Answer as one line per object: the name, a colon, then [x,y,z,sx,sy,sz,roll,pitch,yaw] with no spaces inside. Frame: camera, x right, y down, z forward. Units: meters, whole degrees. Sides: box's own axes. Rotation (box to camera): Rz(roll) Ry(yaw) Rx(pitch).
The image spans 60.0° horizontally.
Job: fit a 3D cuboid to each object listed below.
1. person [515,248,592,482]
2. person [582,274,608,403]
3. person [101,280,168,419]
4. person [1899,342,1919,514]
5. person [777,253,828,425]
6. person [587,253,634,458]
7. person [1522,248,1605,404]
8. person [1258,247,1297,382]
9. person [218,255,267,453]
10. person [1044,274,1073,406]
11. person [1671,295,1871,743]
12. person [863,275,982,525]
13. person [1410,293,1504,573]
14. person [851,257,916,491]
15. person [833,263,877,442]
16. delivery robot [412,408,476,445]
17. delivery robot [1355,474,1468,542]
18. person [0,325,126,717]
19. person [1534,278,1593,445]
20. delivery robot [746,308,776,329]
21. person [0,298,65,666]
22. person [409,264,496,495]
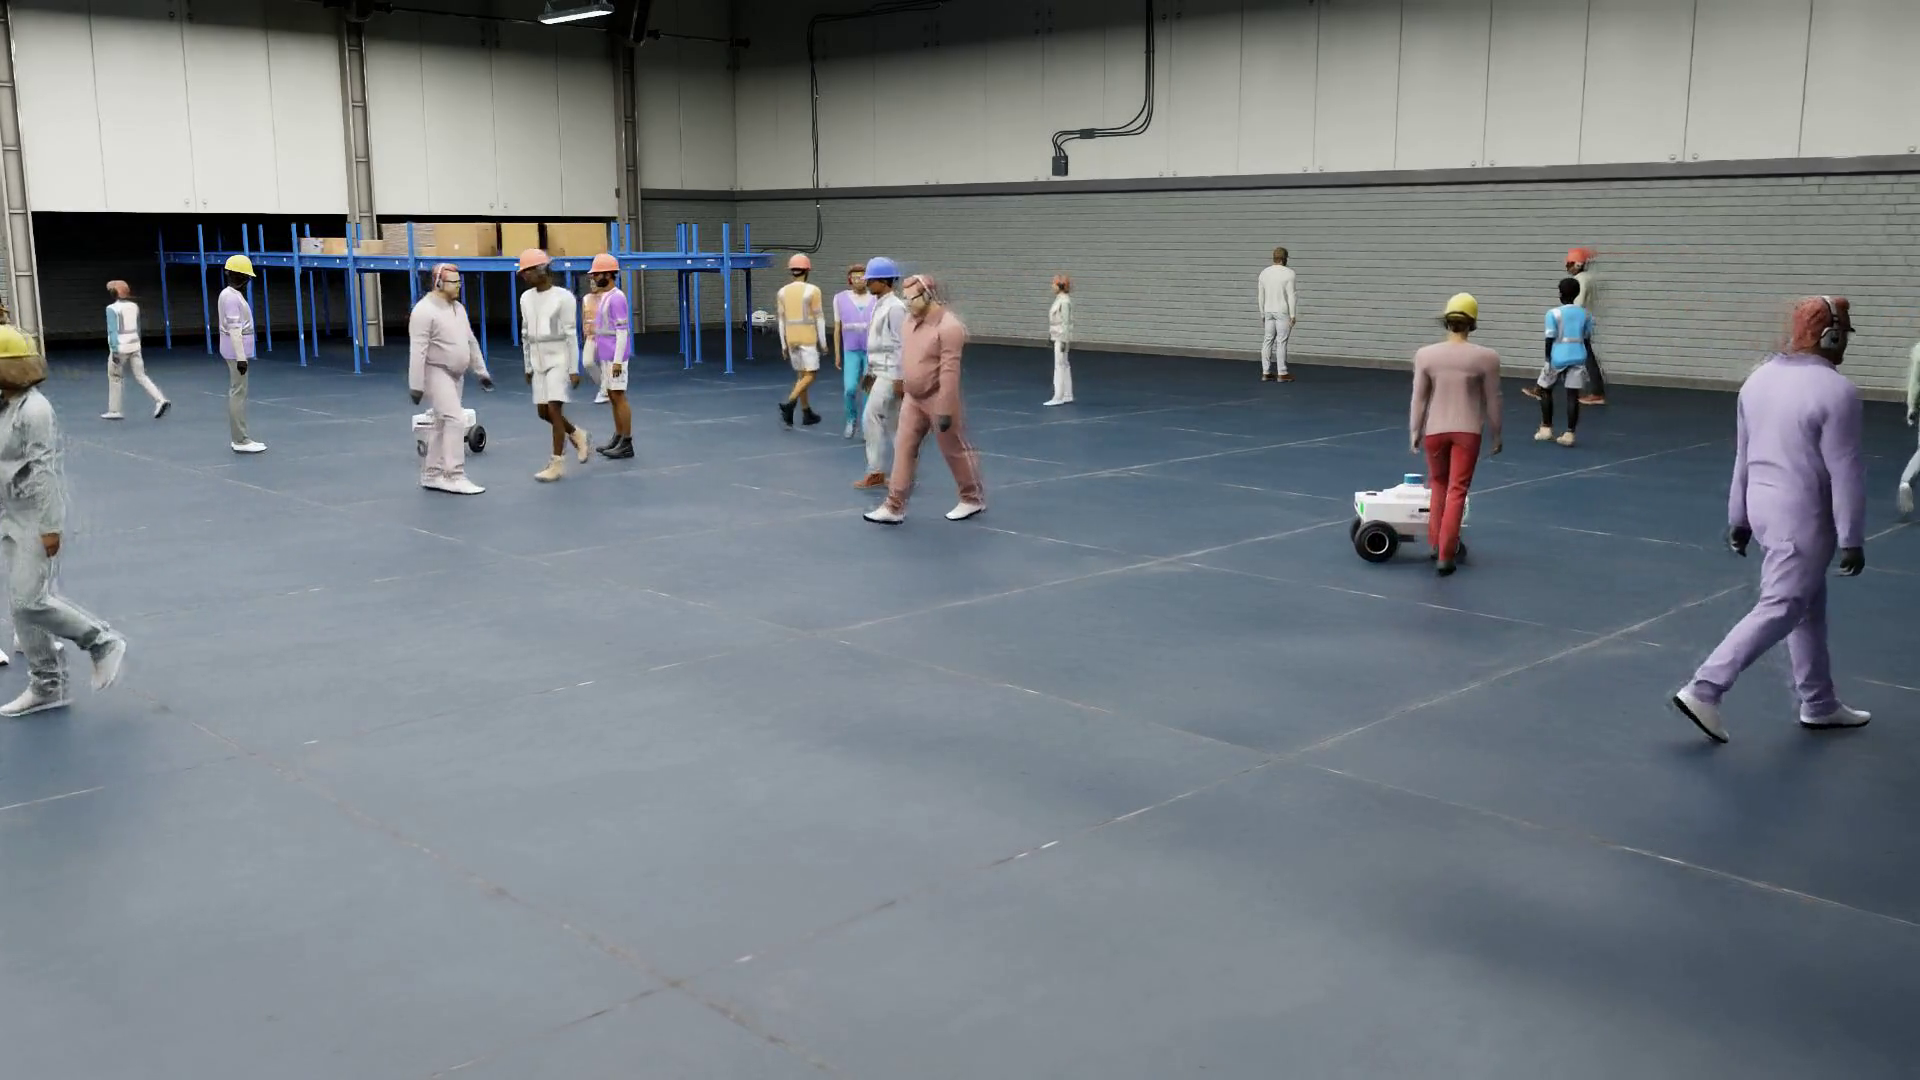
person: [-3.538,-1.551,14.603,0.632,2.009,0.805,5,12,27]
person: [-4.559,-2.542,20.999,0.537,1.623,0.364,5,11,24]
person: [-9.566,-2.193,19.166,0.779,1.608,0.526,3,11,14]
person: [7.348,-0.965,12.467,0.673,1.614,0.503,-8,13,-39]
person: [-1.787,-2.219,18.474,0.559,1.917,0.806,6,12,30]
person: [-3.351,-1.765,15.933,0.373,1.934,0.552,-4,11,-22]
person: [7.701,-2.685,20.943,1.012,1.937,0.644,2,11,12]
person: [4.632,-3.283,24.207,0.367,1.939,0.635,-10,14,-44]
person: [-7.059,-1.827,16.330,0.381,1.917,0.586,-5,11,-24]
person: [1.251,-2.507,20.825,0.332,1.644,0.516,-1,10,-4]
person: [3.457,-0.086,6.963,0.938,1.874,0.661,-1,10,-6]
person: [-0.244,-1.023,12.216,1.027,1.830,0.721,-10,14,-42]
person: [3.172,-0.688,10.567,0.545,1.741,0.701,6,12,31]
person: [-0.688,-1.370,13.816,0.741,1.920,0.608,-2,11,-12]
person: [-1.009,-1.920,17.099,0.573,1.825,0.459,-1,10,-6]
delivery robot: [-5.007,-1.139,16.153,0.477,0.478,0.707,2,11,13]
delivery robot: [2.983,-0.194,11.001,0.707,0.478,0.477,2,11,9]
person: [-4.074,-0.087,7.353,0.501,1.728,0.457,8,13,38]
person: [6.115,-1.817,16.897,0.551,1.674,0.606,-2,11,-9]
delivery robot: [-4.325,-4.798,36.109,0.477,0.478,0.707,-10,14,-44]
person: [-4.782,-0.328,8.271,0.328,1.876,0.513,5,12,26]
person: [-4.192,-1.313,13.640,0.676,1.880,0.675,2,11,10]
